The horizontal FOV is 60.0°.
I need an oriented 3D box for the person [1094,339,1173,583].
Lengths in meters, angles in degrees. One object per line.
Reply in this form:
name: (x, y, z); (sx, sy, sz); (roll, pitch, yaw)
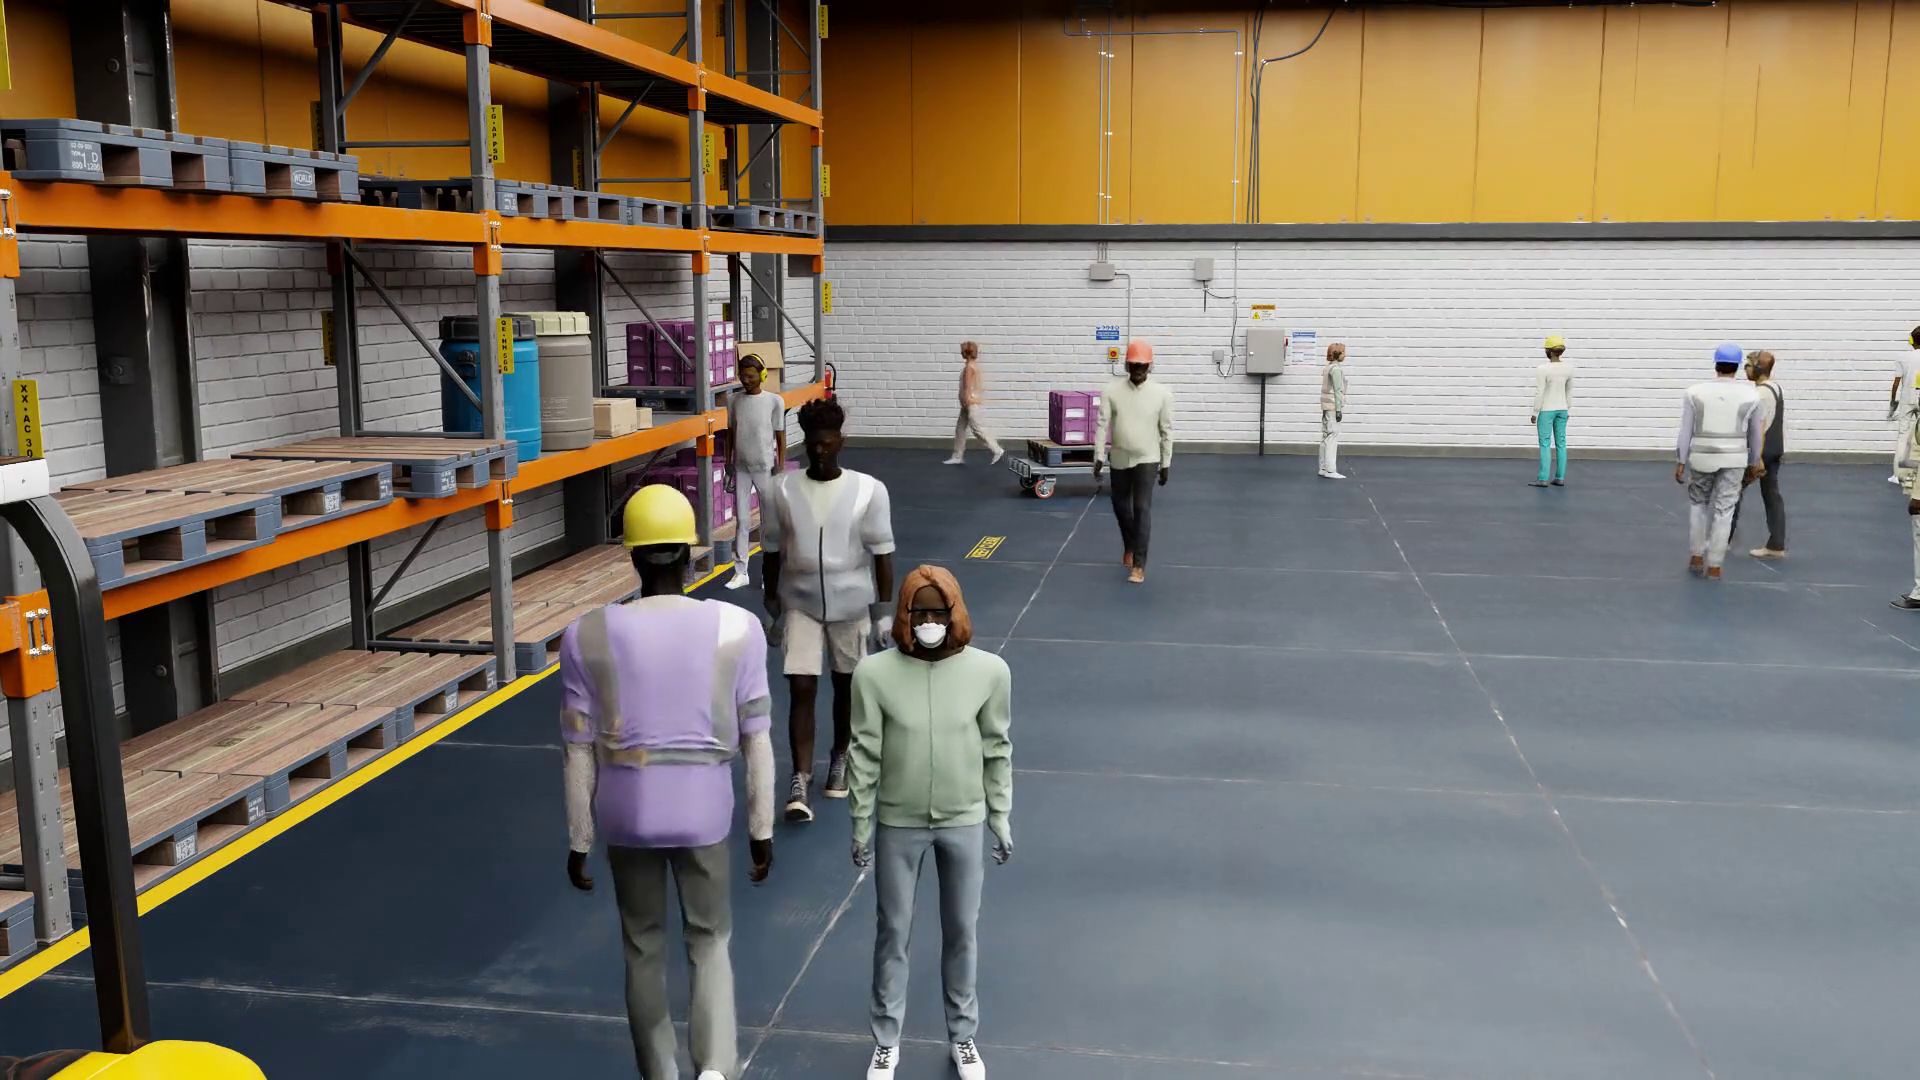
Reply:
person: (1.445, -0.679, 13.701); (0.622, 1.963, 0.921); (3, 10, 17)

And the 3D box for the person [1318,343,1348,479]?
person: (4.516, -1.563, 20.120); (0.309, 1.639, 0.522); (0, 9, -2)

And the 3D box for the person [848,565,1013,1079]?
person: (-0.087, 0.876, 5.094); (0.505, 1.632, 0.269); (-1, 9, -6)

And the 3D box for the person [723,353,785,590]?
person: (-1.620, -0.531, 13.073); (0.516, 1.865, 0.329); (2, 9, 12)

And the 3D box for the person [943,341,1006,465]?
person: (0.193, -1.757, 21.411); (0.770, 1.614, 0.522); (1, 9, 5)

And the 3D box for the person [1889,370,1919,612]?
person: (7.118, -0.378, 12.238); (0.591, 1.828, 0.404); (-9, 13, -43)

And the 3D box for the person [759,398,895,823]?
person: (-0.616, 0.331, 7.599); (0.635, 1.905, 0.961); (0, 9, 0)

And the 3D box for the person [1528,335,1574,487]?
person: (6.854, -1.491, 19.288); (0.533, 1.768, 0.310); (-4, 10, -22)

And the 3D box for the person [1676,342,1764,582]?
person: (6.200, -0.646, 13.590); (0.617, 1.920, 0.757); (5, 10, 28)

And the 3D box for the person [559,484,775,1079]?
person: (-0.823, 0.805, 4.728); (0.597, 1.908, 0.661); (-2, 9, -11)

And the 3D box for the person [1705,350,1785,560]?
person: (6.897, -0.749, 14.559); (0.502, 1.810, 0.839); (-8, 12, -40)

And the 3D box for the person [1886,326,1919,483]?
person: (11.207, -1.585, 19.565); (0.542, 1.866, 0.323); (4, 10, 25)

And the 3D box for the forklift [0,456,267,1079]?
forklift: (-2.328, 0.975, 2.765); (2.313, 2.155, 1.214); (1, 9, 9)
